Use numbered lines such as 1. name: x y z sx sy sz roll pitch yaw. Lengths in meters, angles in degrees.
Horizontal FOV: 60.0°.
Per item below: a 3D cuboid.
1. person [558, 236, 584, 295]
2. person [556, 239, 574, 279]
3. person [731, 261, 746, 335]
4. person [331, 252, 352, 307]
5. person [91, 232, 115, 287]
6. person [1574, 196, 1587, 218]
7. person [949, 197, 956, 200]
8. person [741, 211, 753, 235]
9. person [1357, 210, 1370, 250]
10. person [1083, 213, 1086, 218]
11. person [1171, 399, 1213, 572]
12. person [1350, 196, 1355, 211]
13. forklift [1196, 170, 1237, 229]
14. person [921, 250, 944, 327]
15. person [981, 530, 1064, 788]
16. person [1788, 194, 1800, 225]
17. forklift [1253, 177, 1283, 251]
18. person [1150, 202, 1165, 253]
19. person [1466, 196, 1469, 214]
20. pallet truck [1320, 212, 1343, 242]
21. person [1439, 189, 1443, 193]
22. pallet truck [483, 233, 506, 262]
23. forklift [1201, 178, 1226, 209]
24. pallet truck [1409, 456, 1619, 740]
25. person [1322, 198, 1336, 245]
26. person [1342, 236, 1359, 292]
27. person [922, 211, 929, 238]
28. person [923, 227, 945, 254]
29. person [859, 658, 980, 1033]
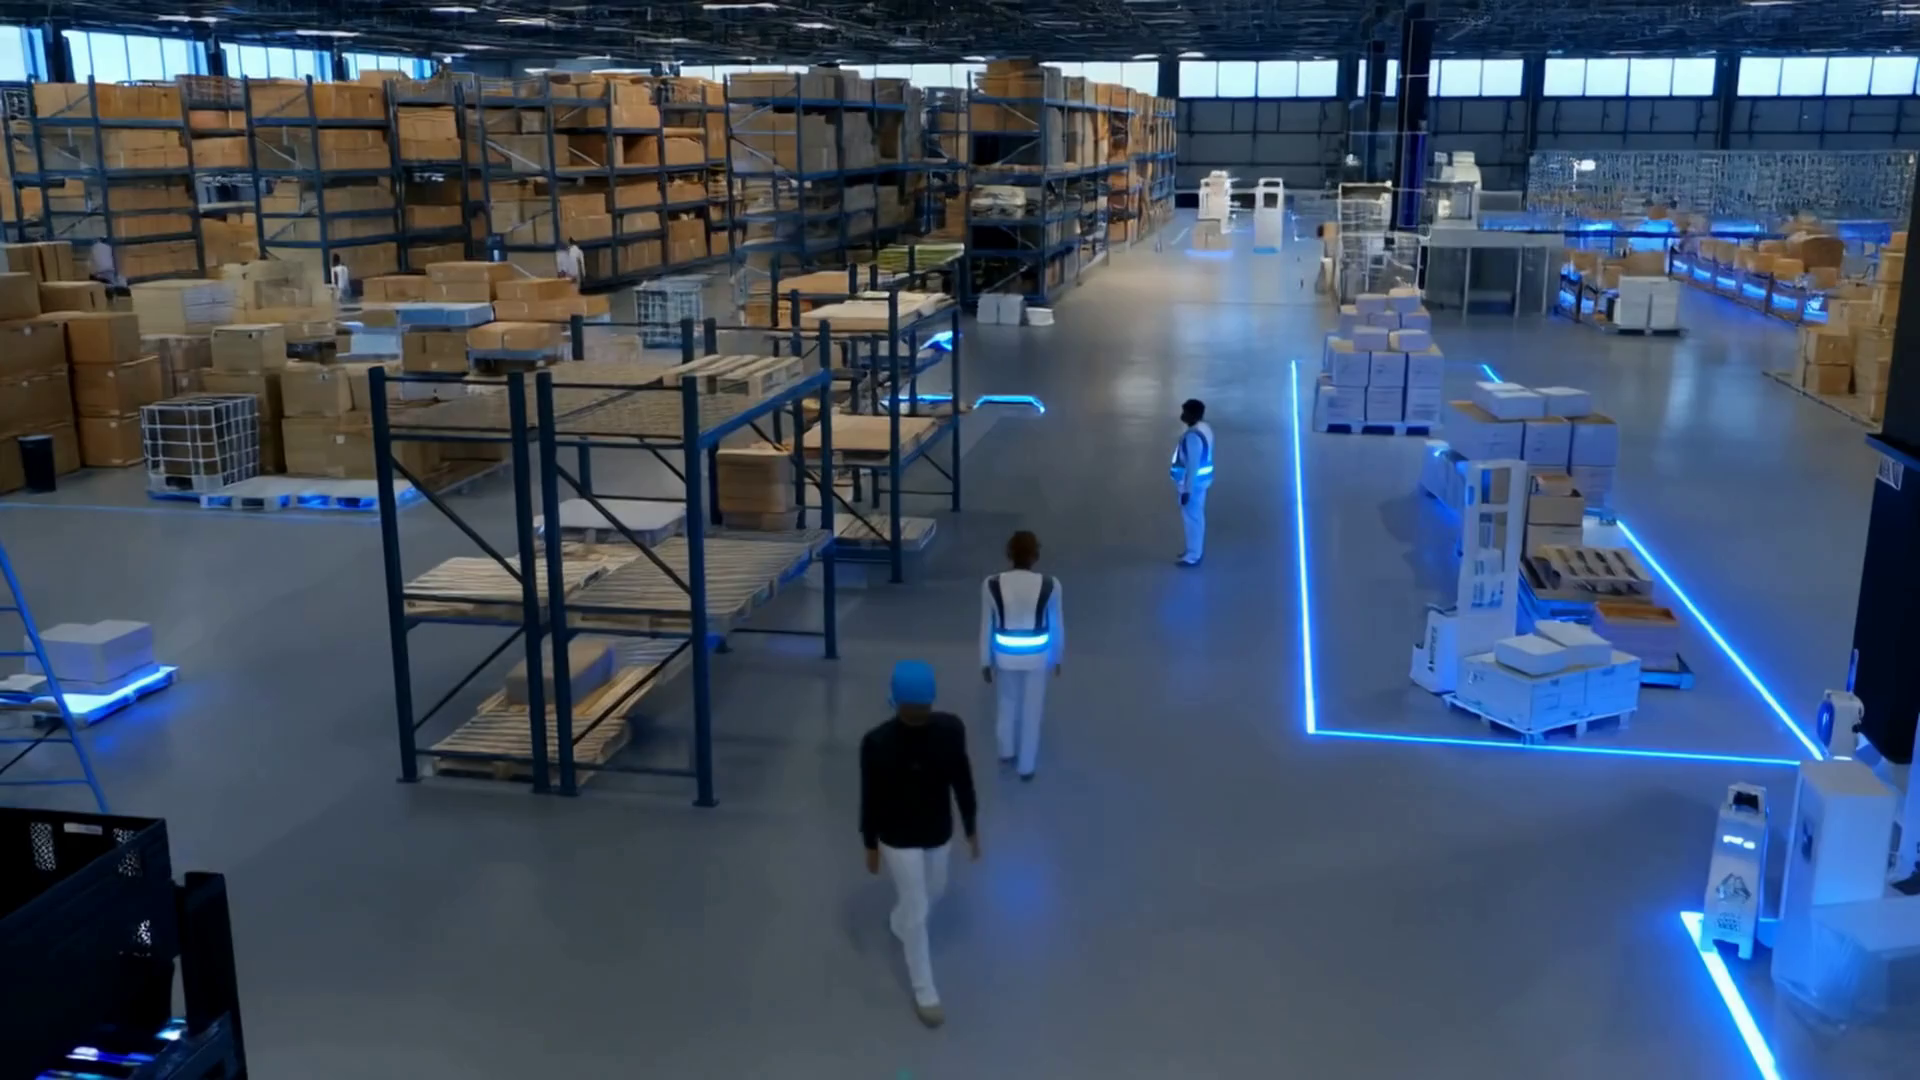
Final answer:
1. person: -10.188 -6.994 43.582 0.651 1.918 0.748 -4 14 -14
2. person: -9.918 -6.611 41.950 0.413 1.951 0.607 2 14 8
3. person: -5.091 -5.573 38.278 0.317 1.690 0.540 0 14 0
4. person: -14.072 -5.593 37.895 0.383 1.916 0.591 -2 14 -9
5. person: -23.065 -7.296 44.733 0.691 1.949 0.636 5 15 18
6. person: 26.919 -14.011 72.234 0.563 1.837 0.389 -3 14 -10
7. person: -0.463 -18.587 90.871 0.599 1.819 0.418 0 14 -1
8. person: -9.009 -13.555 70.592 0.546 1.719 0.898 2 14 7
9. person: 15.462 -11.823 63.734 0.863 1.655 0.540 -12 18 -40
10. person: 5.769 -15.443 77.910 0.403 1.904 0.651 -9 16 -31
11. person: 2.459 -0.588 17.725 0.429 1.846 0.628 4 14 17
12. person: 20.654 -17.771 87.719 0.485 1.735 0.346 -11 18 -37
13. forklift: 12.019 -15.953 77.973 1.129 2.768 1.873 -7 15 -26
14. person: -0.666 -6.118 40.031 0.549 1.920 0.655 -1 14 -4
15. person: 0.450 0.841 11.879 0.574 1.872 0.484 2 14 10
16. person: 37.372 -14.575 74.557 0.403 1.823 0.588 11 18 38
17. forklift: 12.083 -12.747 64.956 1.129 2.768 1.873 3 14 10
18. person: 7.569 -12.018 64.000 0.643 1.910 0.411 -10 17 -35
19. person: 22.115 -14.207 73.064 0.601 1.818 0.404 5 15 19
20. pallet truck: 15.874 -13.227 70.310 0.680 1.201 1.601 10 17 35
21. person: 23.273 -16.148 80.876 0.639 1.860 0.999 -9 16 -32
22. pallet truck: -11.832 -7.026 43.548 1.885 1.965 0.823 8 16 28
23. forklift: 9.763 -12.586 64.305 1.129 2.768 1.873 3 14 10
24. pallet truck: 4.504 0.400 13.395 0.823 1.965 1.885 -6 15 -23
25. person: 15.164 -12.962 67.808 0.610 1.921 0.663 13 19 42
26. person: 11.258 -7.948 47.968 0.533 1.662 0.637 -10 17 -34
27. person: -1.326 -11.692 63.239 0.380 1.616 0.512 1 14 4
28. person: -0.765 -8.073 48.037 0.651 1.884 0.711 4 14 15
29. person: -0.255 1.528 8.905 0.615 1.965 0.945 -8 16 -28
